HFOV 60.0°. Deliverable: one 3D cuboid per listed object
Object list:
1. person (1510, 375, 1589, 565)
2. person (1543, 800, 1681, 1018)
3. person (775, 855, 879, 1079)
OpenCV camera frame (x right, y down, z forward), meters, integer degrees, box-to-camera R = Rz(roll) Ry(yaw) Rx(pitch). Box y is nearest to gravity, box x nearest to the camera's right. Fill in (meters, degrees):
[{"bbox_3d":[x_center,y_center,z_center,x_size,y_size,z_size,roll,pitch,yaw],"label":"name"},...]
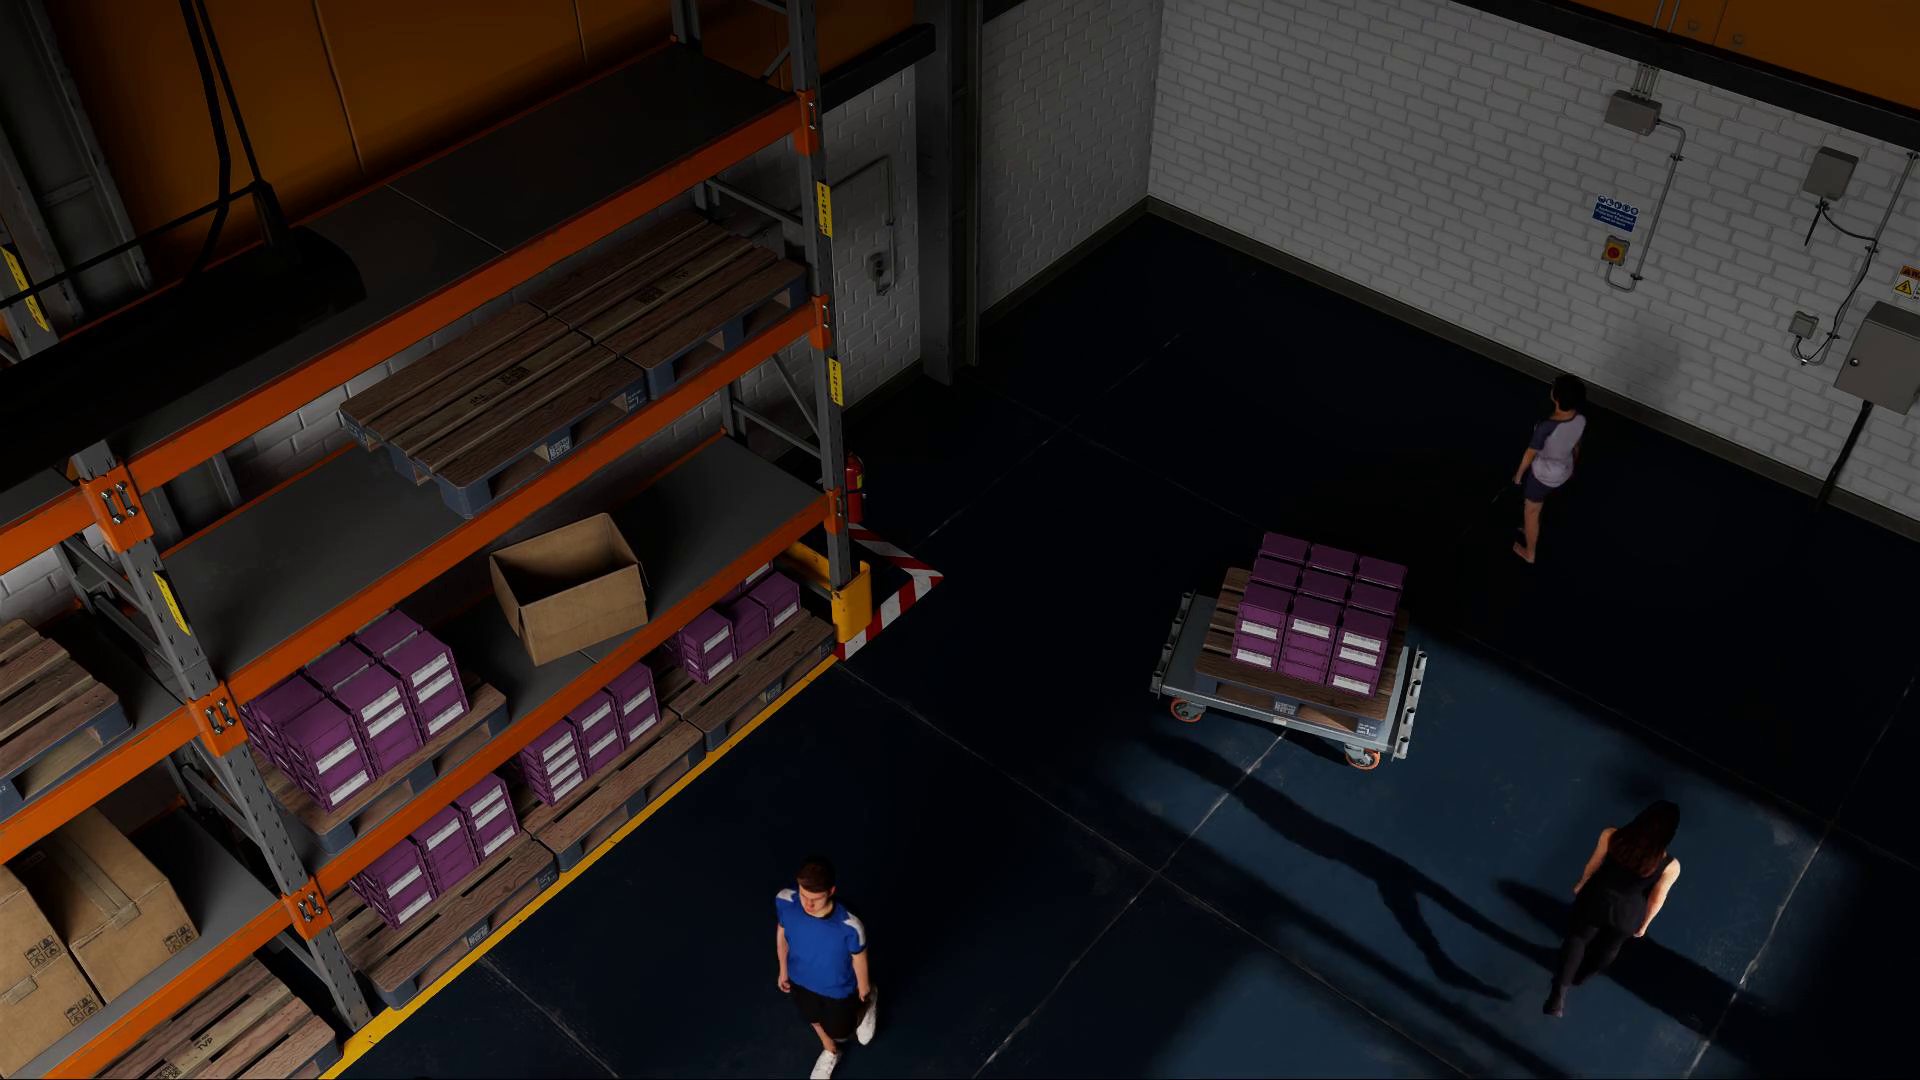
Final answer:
[{"bbox_3d":[4.133,-0.449,11.539,0.653,1.548,0.740,-18,46,-18],"label":"person"},{"bbox_3d":[3.461,1.997,8.880,0.635,1.676,0.962,26,49,24],"label":"person"},{"bbox_3d":[-0.662,2.157,8.582,0.787,1.855,0.932,15,46,16],"label":"person"}]
